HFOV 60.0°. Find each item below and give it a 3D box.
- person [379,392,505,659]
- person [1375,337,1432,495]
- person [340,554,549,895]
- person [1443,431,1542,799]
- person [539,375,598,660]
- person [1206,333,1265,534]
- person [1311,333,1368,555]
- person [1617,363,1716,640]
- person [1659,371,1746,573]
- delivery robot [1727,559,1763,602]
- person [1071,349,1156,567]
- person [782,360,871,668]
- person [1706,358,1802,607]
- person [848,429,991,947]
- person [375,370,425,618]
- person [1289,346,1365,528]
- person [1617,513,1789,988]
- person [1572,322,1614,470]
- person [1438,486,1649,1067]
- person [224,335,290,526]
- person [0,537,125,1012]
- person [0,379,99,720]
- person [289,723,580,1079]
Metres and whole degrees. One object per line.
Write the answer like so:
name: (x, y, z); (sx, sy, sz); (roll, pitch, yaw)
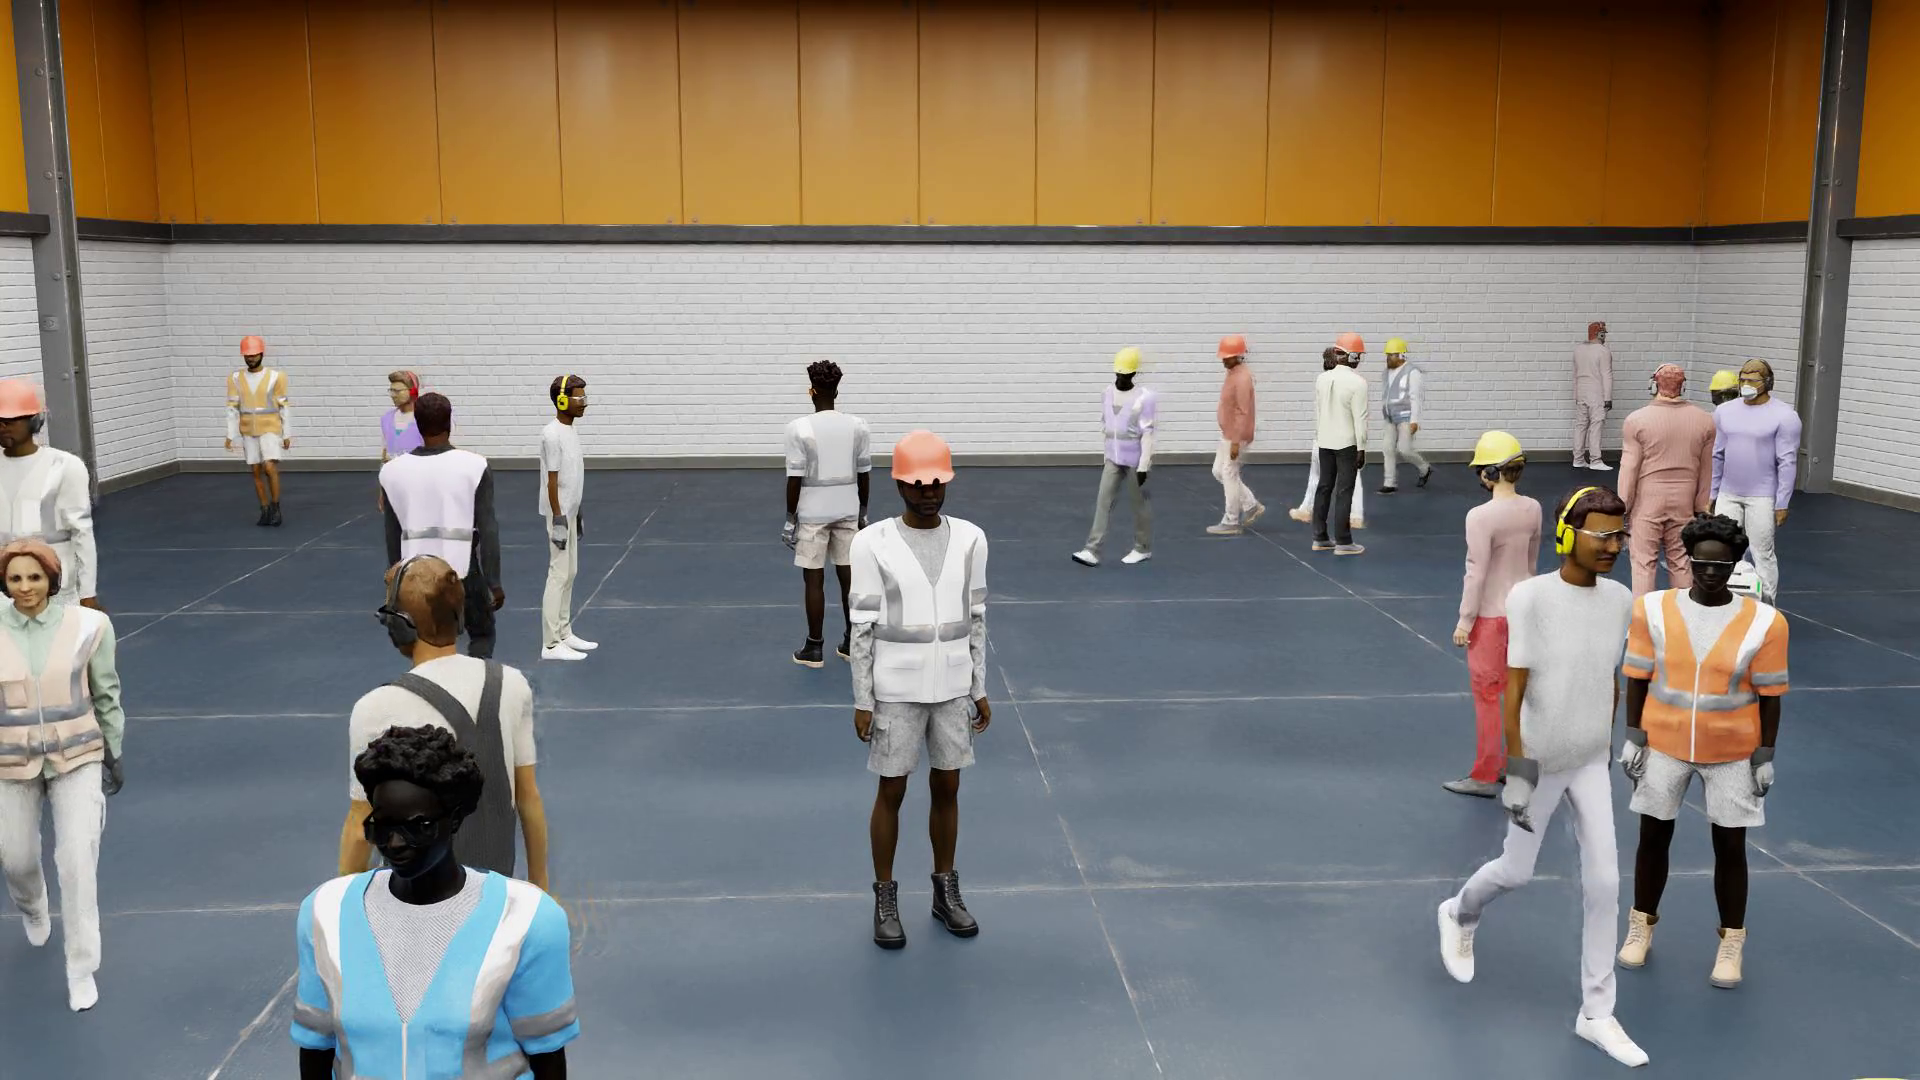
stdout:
person: (-2.664, 0.181, 8.664); (0.612, 1.894, 0.551); (0, 9, 2)
person: (5.057, -1.404, 18.900); (0.642, 1.809, 0.599); (-5, 10, -29)
person: (-1.315, 0.926, 4.353); (0.997, 1.790, 0.511); (6, 11, 34)
person: (2.567, 0.356, 7.991); (0.523, 1.766, 0.315); (-7, 11, -37)
person: (-2.573, -0.149, 10.876); (0.329, 1.861, 0.506); (0, 9, 2)
person: (2.646, -0.998, 15.901); (0.509, 1.953, 0.669); (0, 9, -1)
person: (3.442, -0.862, 14.945); (0.402, 1.987, 0.611); (-6, 11, -32)
person: (4.762, -0.245, 11.319); (0.652, 1.906, 0.402); (-1, 9, -4)
person: (6.060, -0.493, 13.388); (0.551, 1.726, 0.857); (-2, 9, -13)
delivery robot: (5.487, 0.301, 11.826); (0.477, 0.478, 0.707); (3, 10, 20)
person: (1.356, -0.681, 14.143); (0.608, 1.872, 0.973); (8, 12, 42)
person: (-0.855, -0.169, 10.647); (0.613, 1.964, 0.361); (-5, 11, -31)
person: (5.520, -0.301, 11.619); (0.371, 1.932, 0.622); (-6, 11, -32)
person: (-0.135, 0.551, 6.220); (0.551, 1.936, 0.357); (-4, 10, -22)
person: (-4.060, -0.374, 12.449); (0.579, 1.810, 0.902); (5, 10, 30)
person: (3.733, -1.032, 16.625); (0.633, 1.799, 0.889); (-4, 10, -25)
person: (2.606, 0.734, 5.869); (0.537, 1.689, 0.325); (6, 11, 31)
person: (8.154, -1.847, 21.378); (0.410, 1.909, 0.643); (-4, 10, -22)
person: (1.951, 0.714, 5.531); (0.526, 1.840, 0.867); (-3, 9, -16)
person: (-6.956, -1.069, 16.487); (0.558, 1.913, 0.543); (-1, 9, -5)
person: (-3.213, 0.776, 5.831); (0.524, 1.618, 0.703); (-5, 10, -28)
person: (-4.624, 0.182, 8.347); (0.619, 2.002, 1.008); (-1, 9, -3)
person: (-0.977, 1.167, 3.107); (0.532, 1.696, 0.318); (0, 9, 0)
